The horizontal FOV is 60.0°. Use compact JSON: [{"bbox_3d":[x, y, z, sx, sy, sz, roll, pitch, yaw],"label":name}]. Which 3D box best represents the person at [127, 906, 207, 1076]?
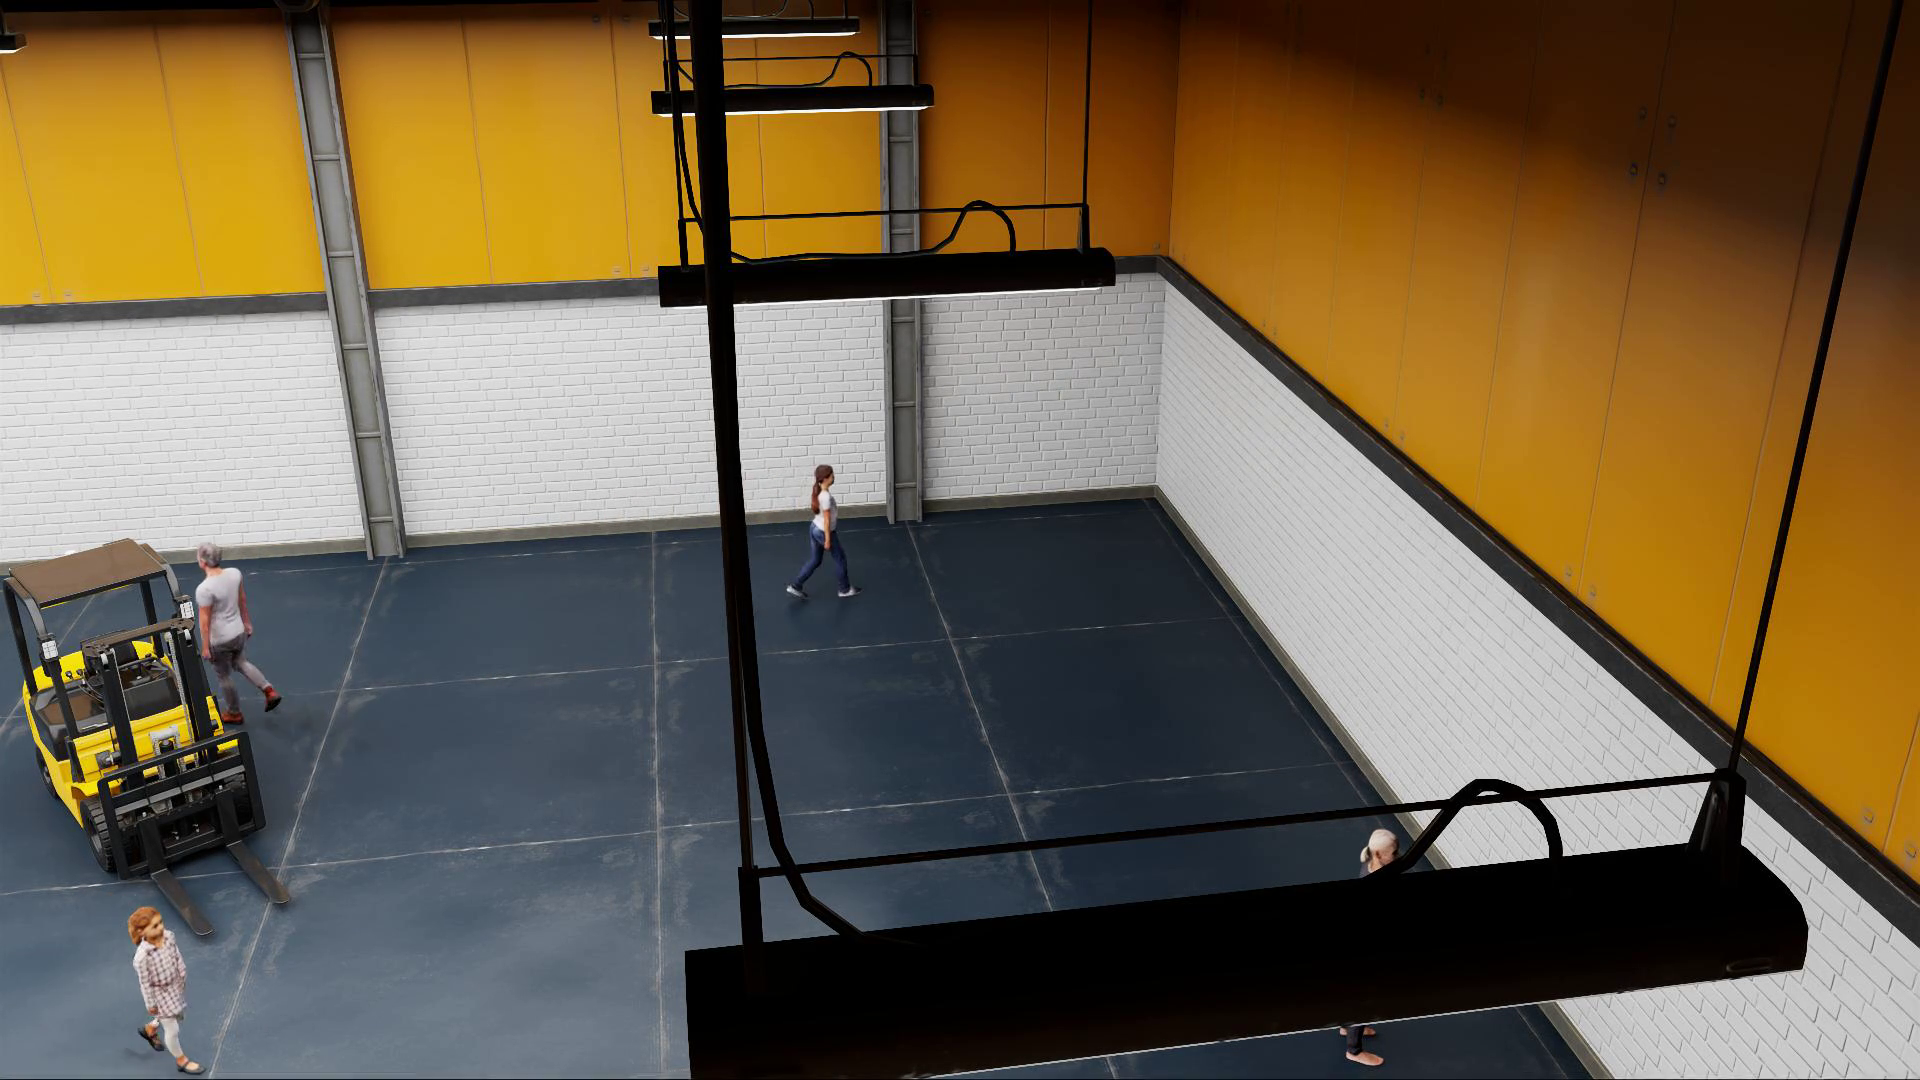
[{"bbox_3d":[-5.343,2.974,11.039,0.858,1.300,0.723,7,25,15],"label":"person"}]

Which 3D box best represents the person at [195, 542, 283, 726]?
[{"bbox_3d":[-6.625,0.886,15.175,1.026,1.813,0.907,6,24,13],"label":"person"}]

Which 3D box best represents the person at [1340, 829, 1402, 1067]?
[{"bbox_3d":[2.738,2.691,11.155,0.614,1.726,0.660,2,24,5],"label":"person"}]

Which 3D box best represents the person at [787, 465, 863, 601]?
[{"bbox_3d":[-1.512,-0.059,17.689,1.087,1.531,0.694,-10,25,-21],"label":"person"}]
